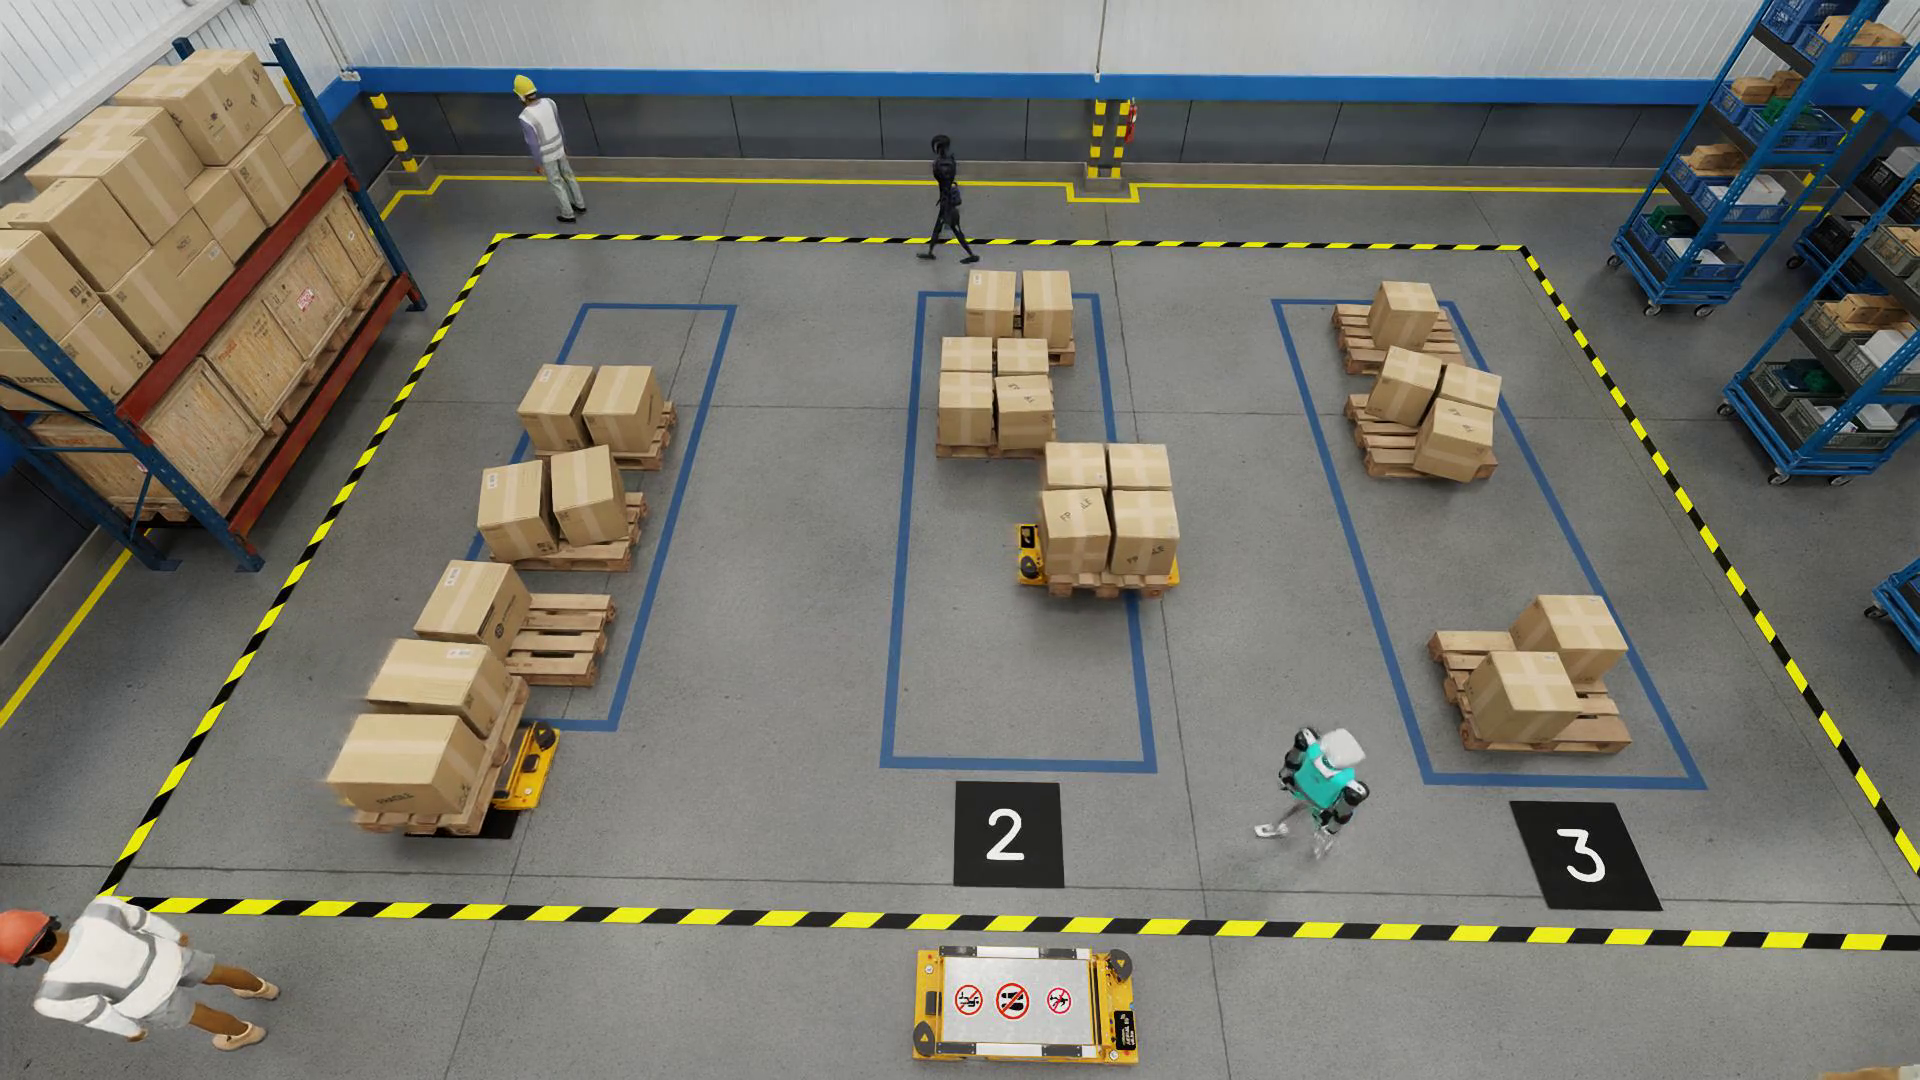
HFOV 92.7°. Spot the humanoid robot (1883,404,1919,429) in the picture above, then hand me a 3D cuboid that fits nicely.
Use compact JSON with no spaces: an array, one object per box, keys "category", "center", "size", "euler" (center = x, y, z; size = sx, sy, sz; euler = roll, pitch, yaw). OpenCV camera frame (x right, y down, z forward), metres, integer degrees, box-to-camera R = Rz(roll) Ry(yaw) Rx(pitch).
[{"category":"humanoid robot","center":[9.713,-1.705,8.967],"size":[0.588,1.638,0.386],"euler":[32,58,23]}]

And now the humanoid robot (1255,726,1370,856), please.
[{"category":"humanoid robot","center":[2.489,1.670,6.181],"size":[0.789,1.784,0.548],"euler":[-26,56,-20]}]

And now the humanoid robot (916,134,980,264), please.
[{"category":"humanoid robot","center":[-0.151,-3.997,10.868],"size":[0.785,1.625,0.601],"euler":[-7,51,-6]}]

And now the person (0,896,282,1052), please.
[{"category":"person","center":[-4.701,2.538,5.281],"size":[0.397,2.032,0.604],"euler":[-1,51,-1]}]

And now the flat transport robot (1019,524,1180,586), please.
[{"category":"flat transport robot","center":[1.261,0.099,8.387],"size":[1.431,0.197,0.652],"euler":[1,51,1]}]

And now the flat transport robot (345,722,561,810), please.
[{"category":"flat transport robot","center":[-3.905,1.721,7.065],"size":[1.431,0.197,0.652],"euler":[1,51,1]}]

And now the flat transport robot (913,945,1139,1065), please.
[{"category":"flat transport robot","center":[0.422,3.041,6.007],"size":[1.431,0.231,0.659],"euler":[1,51,1]}]

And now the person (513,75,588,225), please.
[{"category":"person","center":[-5.130,-4.843,11.424],"size":[0.404,1.829,0.599],"euler":[17,53,13]}]
